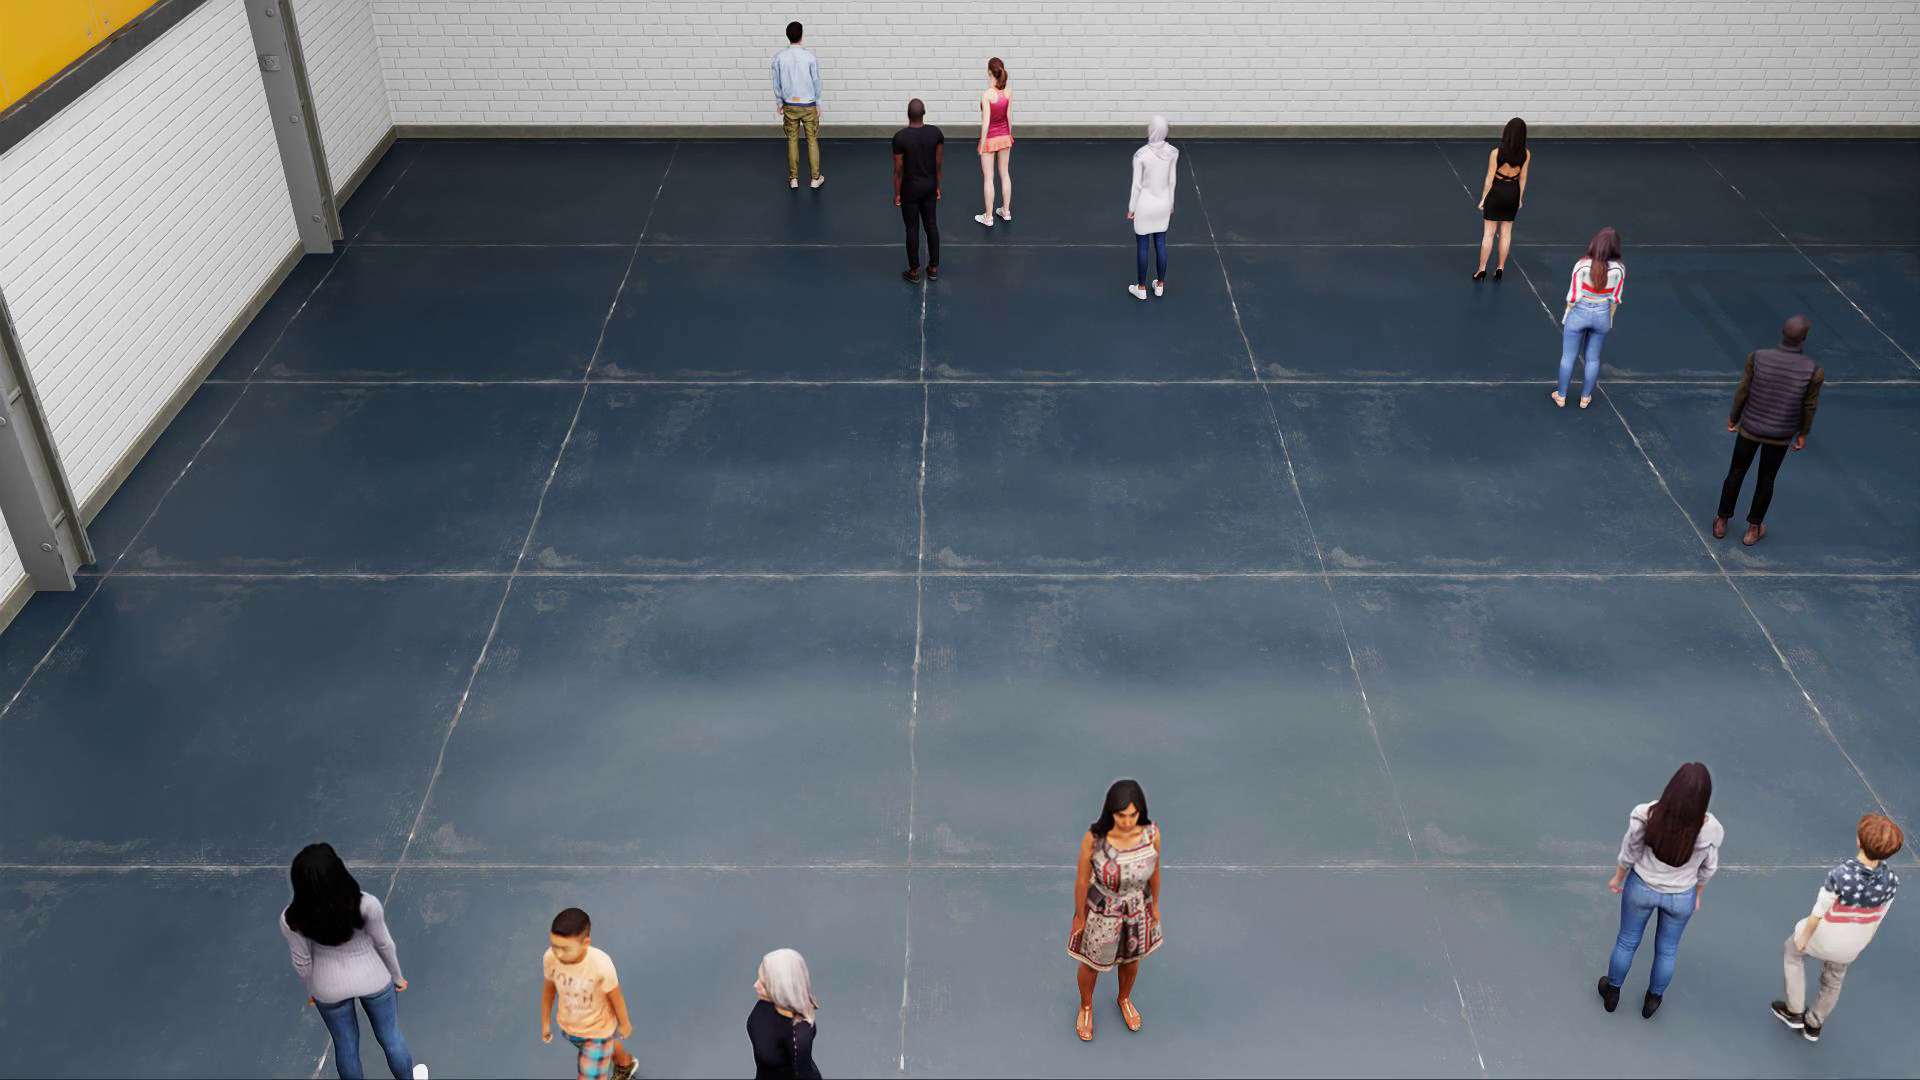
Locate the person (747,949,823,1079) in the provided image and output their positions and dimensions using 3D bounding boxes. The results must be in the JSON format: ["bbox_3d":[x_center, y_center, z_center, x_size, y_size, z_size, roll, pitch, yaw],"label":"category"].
[{"bbox_3d":[-0.764,2.448,7.395,0.745,1.747,0.639,-15,36,-21],"label":"person"}]

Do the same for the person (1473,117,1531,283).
[{"bbox_3d":[5.253,-3.282,16.102,0.550,1.650,0.465,1,34,1],"label":"person"}]

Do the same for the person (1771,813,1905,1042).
[{"bbox_3d":[4.435,2.002,8.354,0.541,1.428,0.508,1,34,1],"label":"person"}]

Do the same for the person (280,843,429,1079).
[{"bbox_3d":[-2.891,2.115,7.906,0.658,1.736,0.607,-8,34,-12],"label":"person"}]

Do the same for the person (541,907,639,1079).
[{"bbox_3d":[-1.742,2.269,7.954,0.775,1.425,1.062,11,35,17],"label":"person"}]

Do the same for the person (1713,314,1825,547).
[{"bbox_3d":[5.921,-0.815,12.223,0.780,1.835,0.771,19,38,26],"label":"person"}]

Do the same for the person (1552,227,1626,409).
[{"bbox_3d":[5.304,-1.878,14.024,0.634,1.612,0.565,6,34,9],"label":"person"}]

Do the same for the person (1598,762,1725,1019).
[{"bbox_3d":[3.571,1.796,8.478,0.664,1.633,0.624,11,35,17],"label":"person"}]

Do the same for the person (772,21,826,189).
[{"bbox_3d":[-1.749,-4.743,18.154,0.684,1.812,0.572,2,34,4],"label":"person"}]

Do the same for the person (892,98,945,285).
[{"bbox_3d":[-0.400,-3.374,16.089,0.734,1.819,0.691,-11,35,-16],"label":"person"}]

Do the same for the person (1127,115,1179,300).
[{"bbox_3d":[1.825,-3.157,15.801,0.677,1.775,0.640,-10,35,-14],"label":"person"}]

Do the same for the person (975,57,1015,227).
[{"bbox_3d":[0.368,-4.163,17.334,0.670,1.754,0.717,-22,40,-30],"label":"person"}]

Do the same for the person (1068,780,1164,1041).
[{"bbox_3d":[0.796,1.847,8.390,0.691,1.645,0.596,-6,34,-10],"label":"person"}]
